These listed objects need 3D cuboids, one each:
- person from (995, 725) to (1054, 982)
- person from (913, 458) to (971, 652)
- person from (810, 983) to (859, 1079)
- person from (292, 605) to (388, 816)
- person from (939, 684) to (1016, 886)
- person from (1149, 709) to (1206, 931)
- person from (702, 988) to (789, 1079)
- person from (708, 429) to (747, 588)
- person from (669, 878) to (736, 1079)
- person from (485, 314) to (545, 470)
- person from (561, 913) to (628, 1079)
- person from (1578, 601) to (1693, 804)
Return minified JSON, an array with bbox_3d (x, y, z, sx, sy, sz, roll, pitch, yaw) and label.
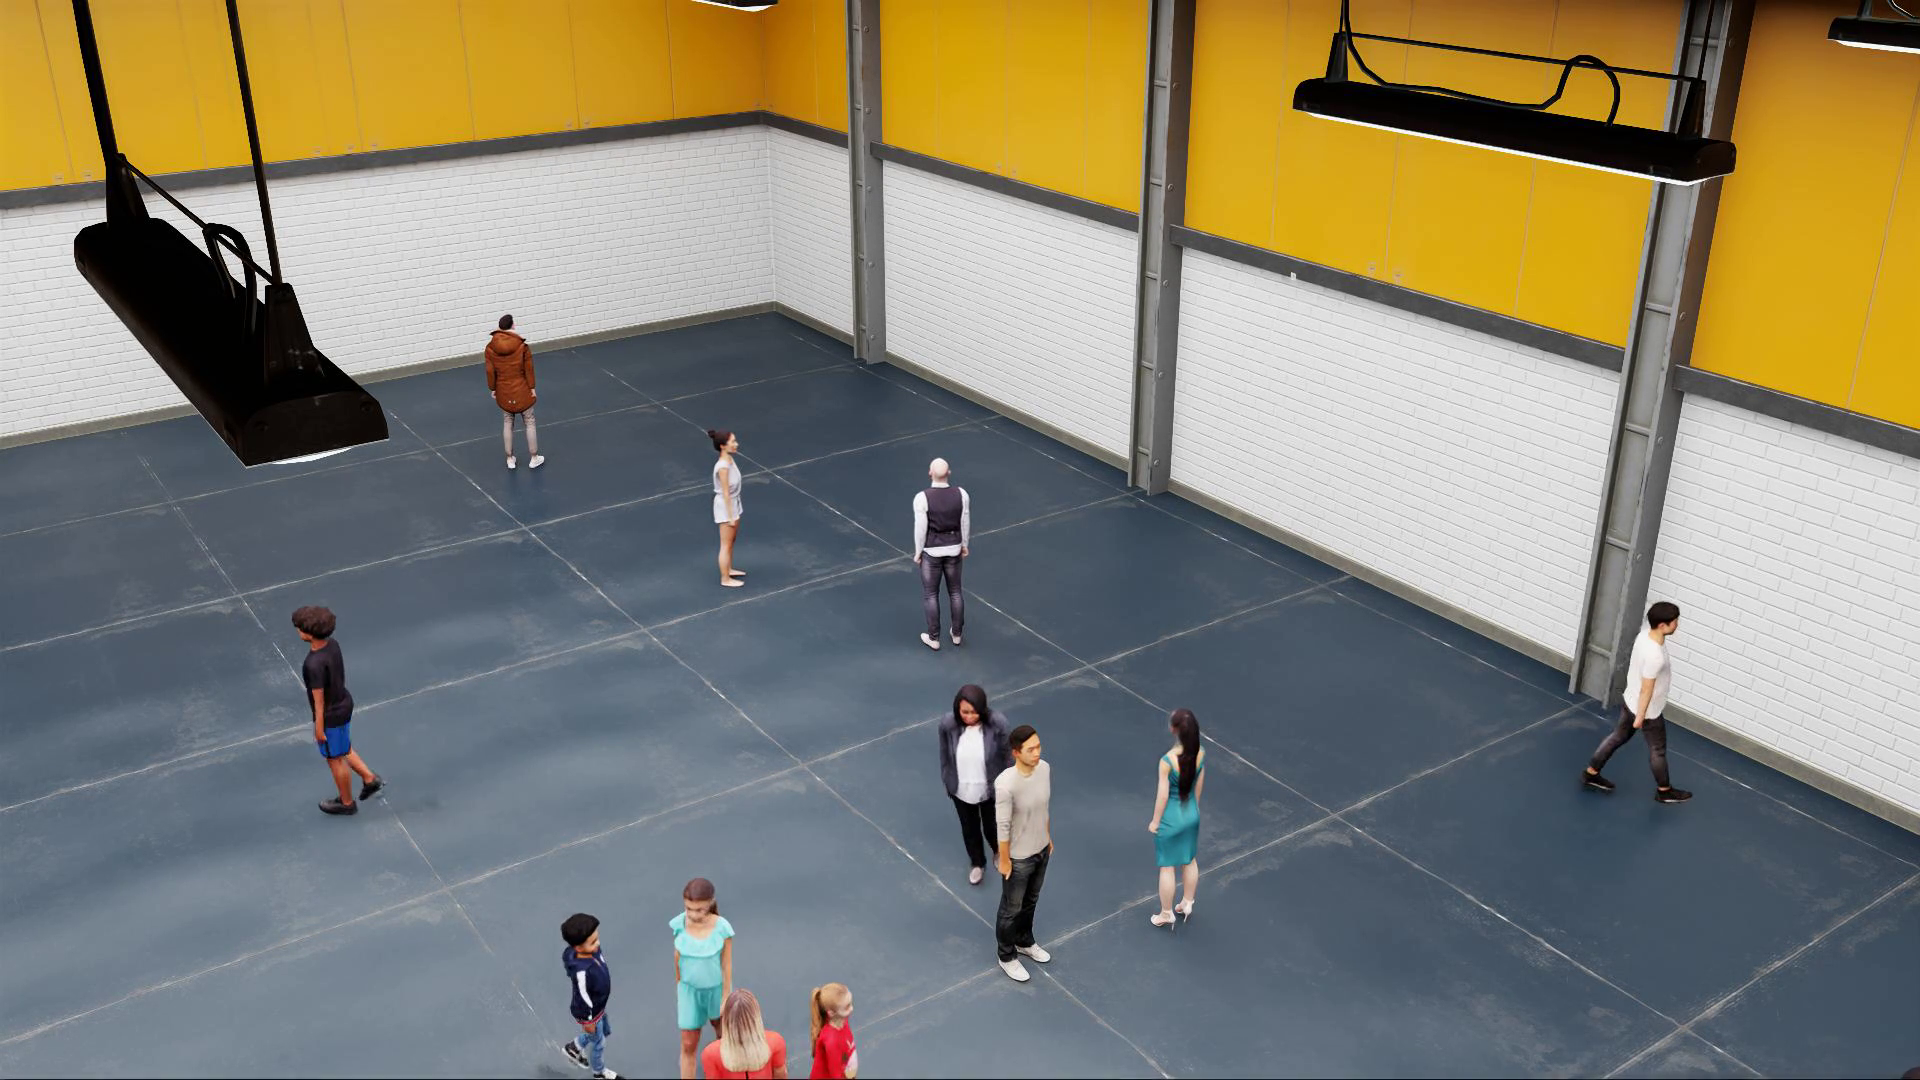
[{"bbox_3d":[0.402,2.007,10.876,0.637,1.812,0.699,19,30,36],"label":"person"},{"bbox_3d":[-0.178,0.121,15.178,0.742,1.822,0.663,-9,25,-20],"label":"person"},{"bbox_3d":[-0.752,3.017,9.242,0.802,1.270,0.752,3,24,6],"label":"person"},{"bbox_3d":[-4.655,1.290,12.545,0.886,1.789,0.841,-1,24,-1],"label":"person"},{"bbox_3d":[0.142,1.694,11.875,0.871,1.586,0.929,2,24,4],"label":"person"},{"bbox_3d":[1.480,1.891,11.292,0.557,1.692,0.484,-14,27,-29],"label":"person"},{"bbox_3d":[-1.098,3.039,8.661,0.649,1.694,0.621,-8,25,-17],"label":"person"},{"bbox_3d":[-2.303,-0.329,16.473,0.707,1.610,0.624,0,24,1],"label":"person"},{"bbox_3d":[-1.478,2.614,9.866,1.018,1.508,1.093,4,24,9],"label":"person"},{"bbox_3d":[-5.199,-1.731,19.395,0.848,1.837,0.885,0,24,-1],"label":"person"},{"bbox_3d":[-2.249,2.748,9.927,0.754,1.213,0.697,3,24,7],"label":"person"},{"bbox_3d":[5.189,1.234,12.802,1.096,1.685,1.070,3,24,7],"label":"person"}]
